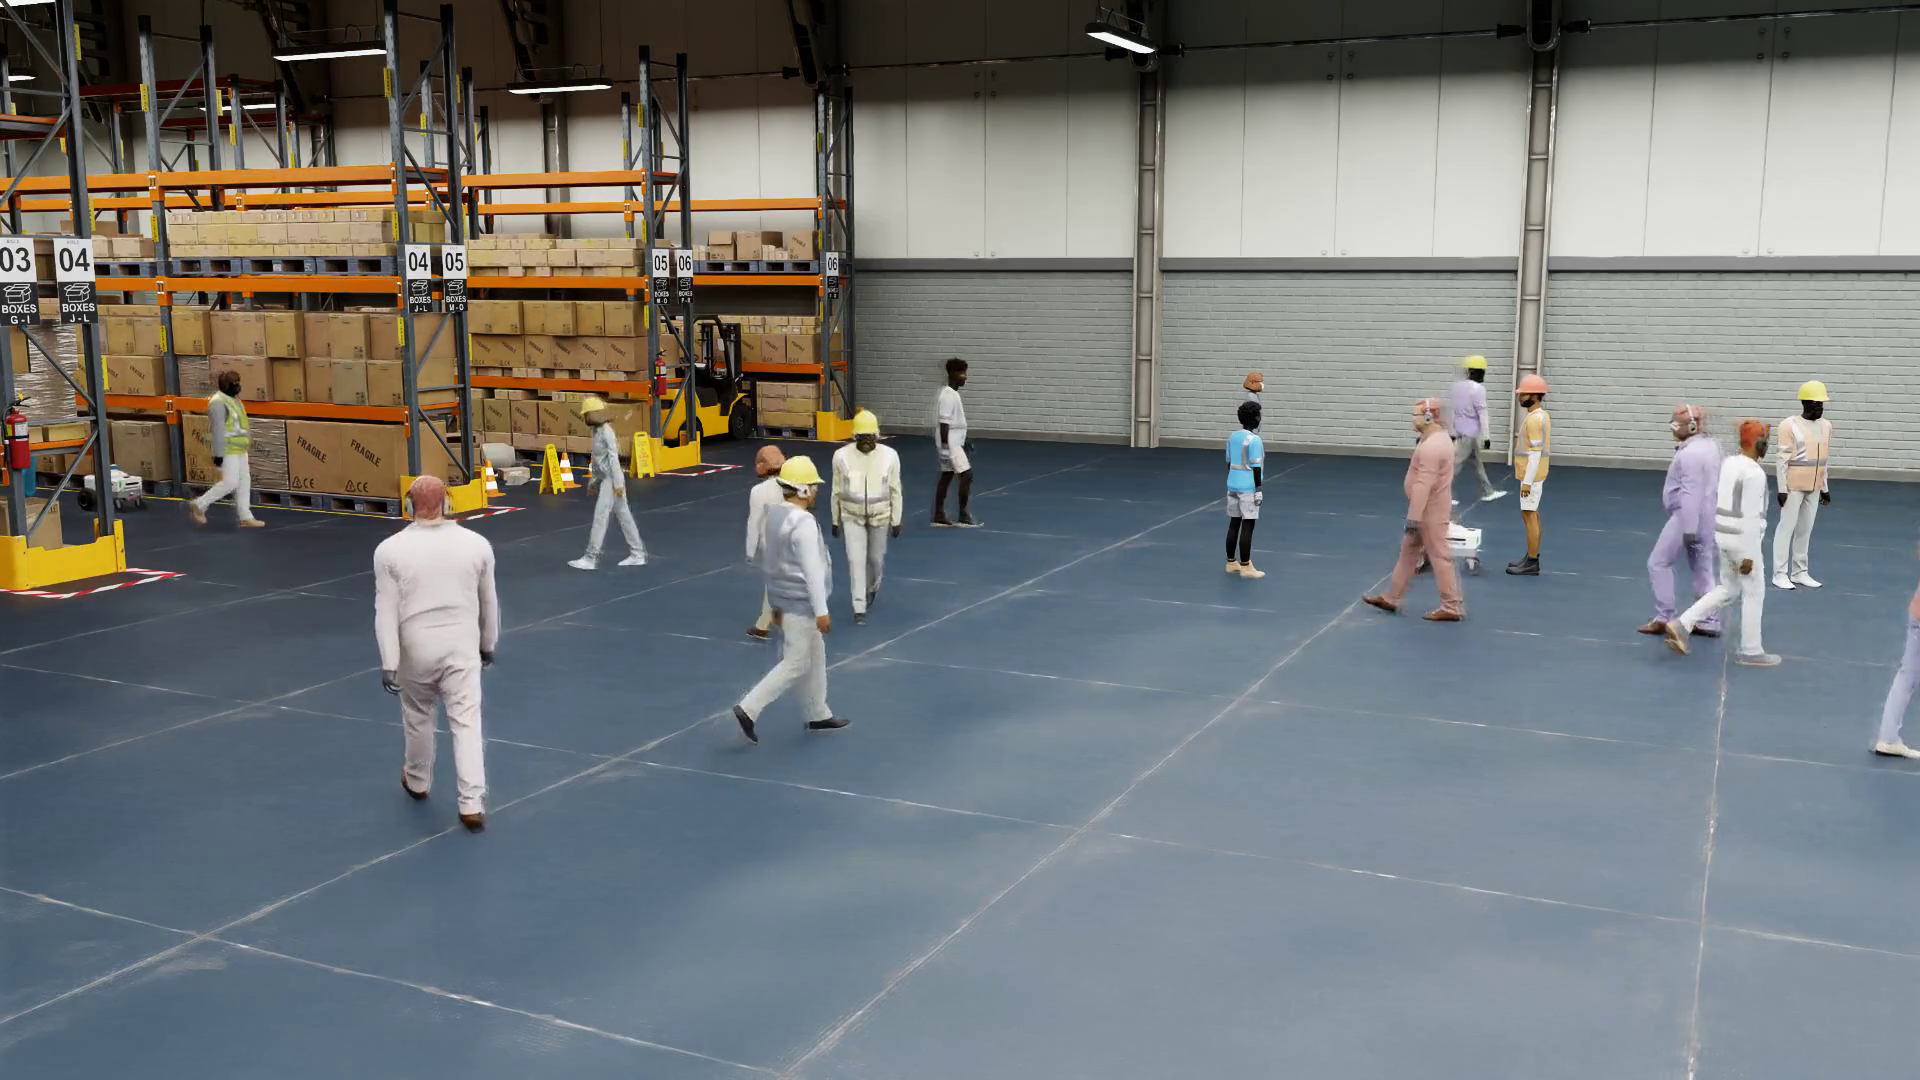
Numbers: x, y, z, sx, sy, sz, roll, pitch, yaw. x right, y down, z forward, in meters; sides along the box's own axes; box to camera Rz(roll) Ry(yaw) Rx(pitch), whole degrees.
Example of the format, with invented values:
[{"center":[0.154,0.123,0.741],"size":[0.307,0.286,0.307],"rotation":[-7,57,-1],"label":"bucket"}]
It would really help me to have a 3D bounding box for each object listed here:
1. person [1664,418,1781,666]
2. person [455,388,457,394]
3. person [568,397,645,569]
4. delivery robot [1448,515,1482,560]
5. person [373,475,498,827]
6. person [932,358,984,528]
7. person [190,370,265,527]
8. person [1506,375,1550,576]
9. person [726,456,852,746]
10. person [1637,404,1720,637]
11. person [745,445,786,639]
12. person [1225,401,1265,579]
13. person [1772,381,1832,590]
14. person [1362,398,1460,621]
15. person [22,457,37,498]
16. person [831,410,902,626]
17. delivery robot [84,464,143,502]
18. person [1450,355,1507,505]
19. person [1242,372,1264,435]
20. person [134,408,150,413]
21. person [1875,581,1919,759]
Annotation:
[{"center":[5.729,0.023,12.349],"size":[0.727,1.865,0.579],"rotation":[0,9,-2],"label":"person"},{"center":[-8.838,-2.667,28.267],"size":[0.536,2.000,0.672],"rotation":[9,13,43],"label":"person"},{"center":[-3.515,-0.553,16.360],"size":[0.846,1.695,0.498],"rotation":[-4,10,-22],"label":"person"},{"center":[4.716,-0.008,16.216],"size":[0.707,0.478,0.477],"rotation":[3,10,18],"label":"delivery robot"},{"center":[-2.810,0.578,8.963],"size":[0.667,1.853,1.014],"rotation":[-5,11,-28],"label":"person"},{"center":[0.011,-1.100,18.948],"size":[0.732,1.936,0.612],"rotation":[0,9,-1],"label":"person"},{"center":[-8.348,-1.022,18.867],"size":[0.678,1.821,0.628],"rotation":[-1,9,-6],"label":"person"},{"center":[5.484,-0.625,16.061],"size":[0.364,1.935,0.552],"rotation":[4,10,24],"label":"person"},{"center":[-1.070,0.379,10.328],"size":[0.802,1.804,0.597],"rotation":[-4,10,-22],"label":"person"},{"center":[5.782,-0.153,13.348],"size":[0.695,1.874,0.672],"rotation":[8,12,41],"label":"person"},{"center":[-1.407,0.054,12.989],"size":[0.880,1.585,0.504],"rotation":[7,12,39],"label":"person"},{"center":[2.737,-0.482,15.918],"size":[0.317,1.695,0.540],"rotation":[-3,10,-21],"label":"person"},{"center":[7.803,-0.508,15.375],"size":[0.585,1.928,0.369],"rotation":[-3,10,-20],"label":"person"},{"center":[3.825,-0.256,14.000],"size":[0.908,1.865,0.683],"rotation":[3,10,20],"label":"person"},{"center":[-11.126,-1.184,19.764],"size":[0.393,1.846,0.564],"rotation":[0,9,0],"label":"person"},{"center":[-0.793,-0.220,14.064],"size":[0.597,1.791,0.857],"rotation":[-1,9,-6],"label":"person"},{"center":[-10.356,-0.680,20.338],"size":[0.707,0.478,0.477],"rotation":[5,10,26],"label":"delivery robot"},{"center":[6.416,-1.367,20.791],"size":[1.015,1.873,0.608],"rotation":[-2,9,-10],"label":"person"},{"center":[3.759,-1.344,21.394],"size":[0.280,1.634,0.498],"rotation":[1,9,5],"label":"person"},{"center":[-13.321,-2.451,27.095],"size":[1.045,1.985,0.630],"rotation":[6,11,34],"label":"person"},{"center":[5.901,0.485,9.842],"size":[0.781,1.734,0.541],"rotation":[3,10,15],"label":"person"}]
